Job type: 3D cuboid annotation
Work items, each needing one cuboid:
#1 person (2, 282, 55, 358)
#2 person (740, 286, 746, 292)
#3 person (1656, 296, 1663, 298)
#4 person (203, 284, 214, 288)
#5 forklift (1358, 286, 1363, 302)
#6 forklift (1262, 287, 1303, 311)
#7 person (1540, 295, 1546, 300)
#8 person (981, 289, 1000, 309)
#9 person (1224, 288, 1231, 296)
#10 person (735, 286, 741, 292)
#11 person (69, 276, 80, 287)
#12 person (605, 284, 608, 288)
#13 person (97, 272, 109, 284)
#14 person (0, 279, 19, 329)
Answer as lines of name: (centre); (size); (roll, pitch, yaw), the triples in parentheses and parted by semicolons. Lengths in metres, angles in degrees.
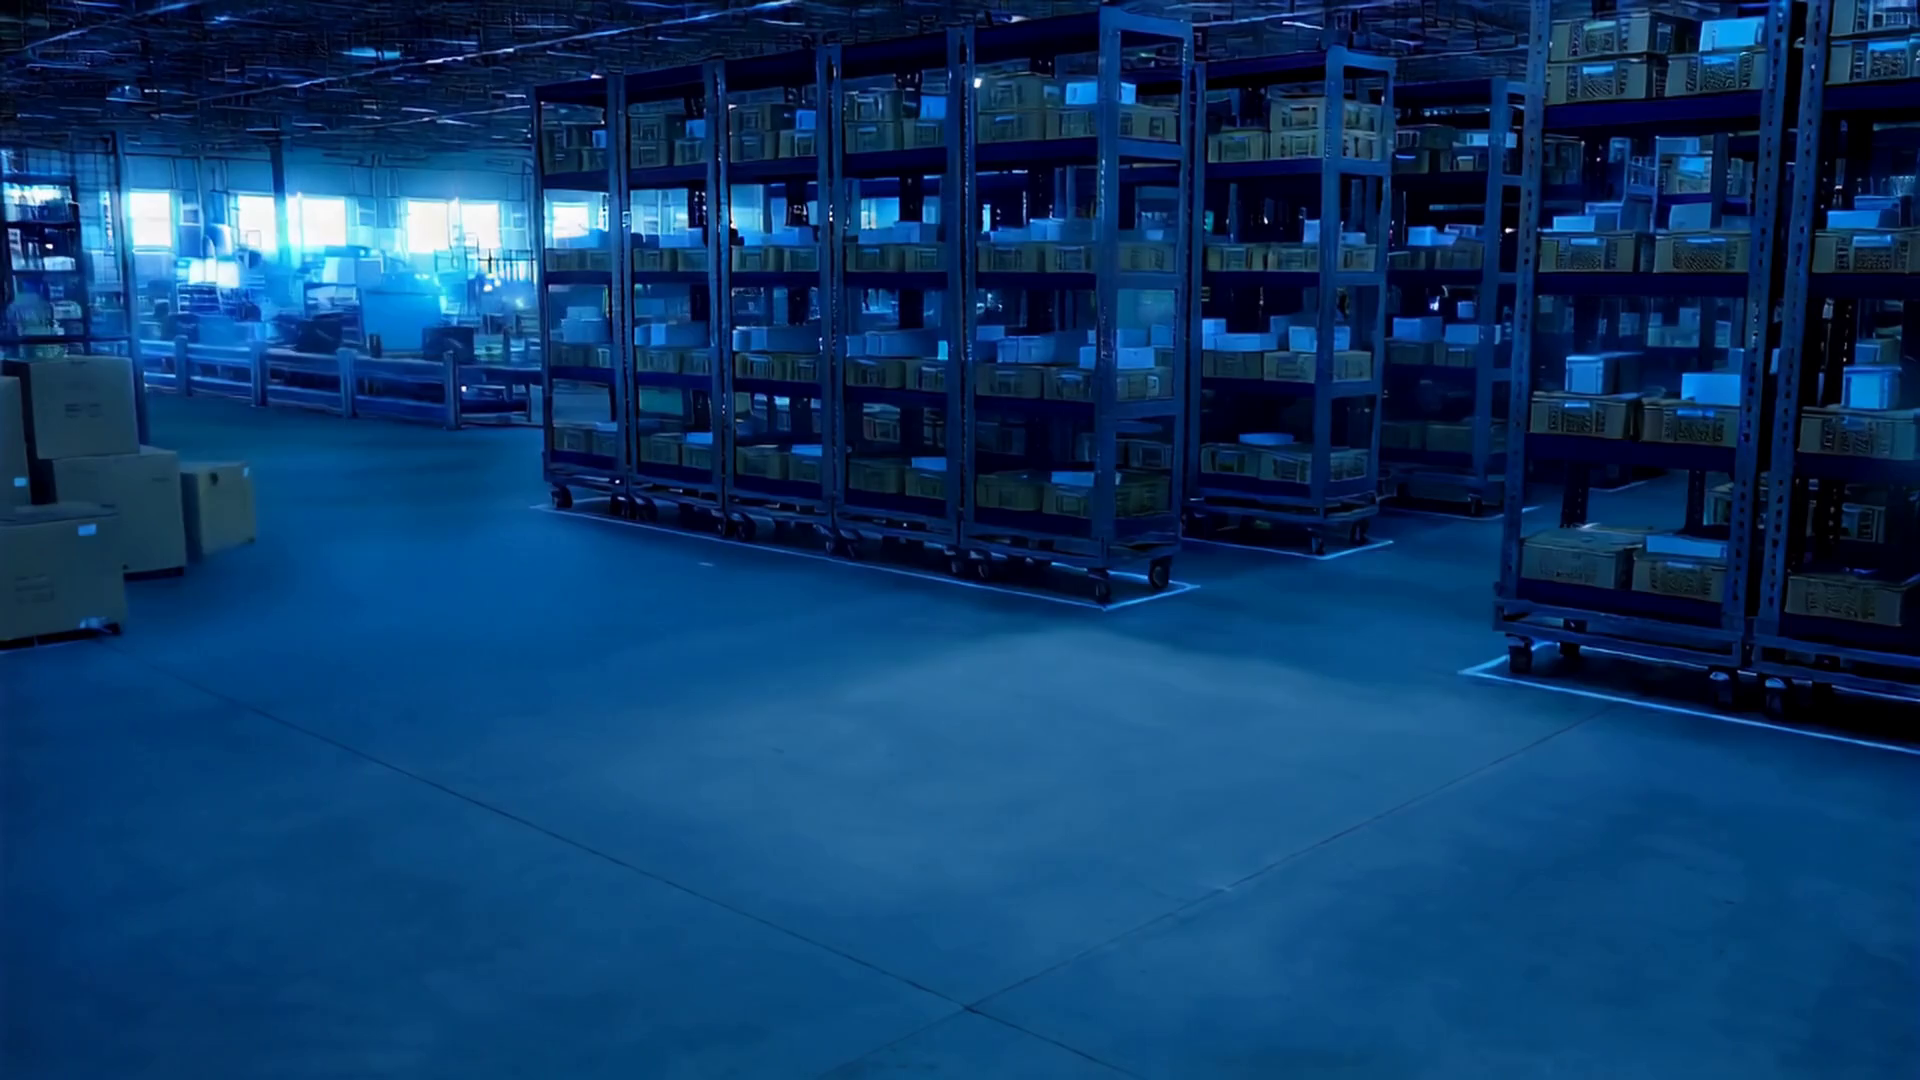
person: (-14.427, -3.044, 25.733); (0.959, 1.863, 0.668); (7, 11, 35)
person: (-9.006, -9.868, 68.373); (0.842, 1.598, 0.528); (-3, 10, -20)
person: (12.331, -3.634, 29.228); (1.003, 1.890, 0.649); (2, 10, 14)
person: (-32.809, -10.677, 72.595); (0.501, 1.858, 0.606); (6, 11, 34)
forklift: (11.100, -7.017, 46.970); (1.873, 2.768, 1.129); (9, 13, 43)
forklift: (10.769, -8.203, 54.240); (1.129, 2.768, 1.873); (8, 12, 42)
person: (16.543, -6.555, 47.571); (0.322, 1.761, 0.522); (-7, 12, -38)
person: (0.578, -3.608, 29.476); (0.533, 1.768, 0.310); (4, 10, 25)
person: (7.637, -6.719, 48.206); (0.564, 1.890, 0.928); (-4, 10, -25)
person: (-9.284, -10.179, 69.235); (0.542, 1.939, 0.366); (9, 13, 43)
person: (-45.084, -12.694, 84.593); (0.619, 1.954, 0.780); (-2, 9, -9)
person: (-16.164, -11.294, 76.276); (0.328, 1.874, 0.521); (-3, 10, -15)
person: (-37.542, -10.765, 72.868); (0.553, 1.940, 0.394); (2, 9, 10)
person: (-29.555, -7.319, 51.753); (0.596, 1.921, 0.385); (-8, 12, -42)
